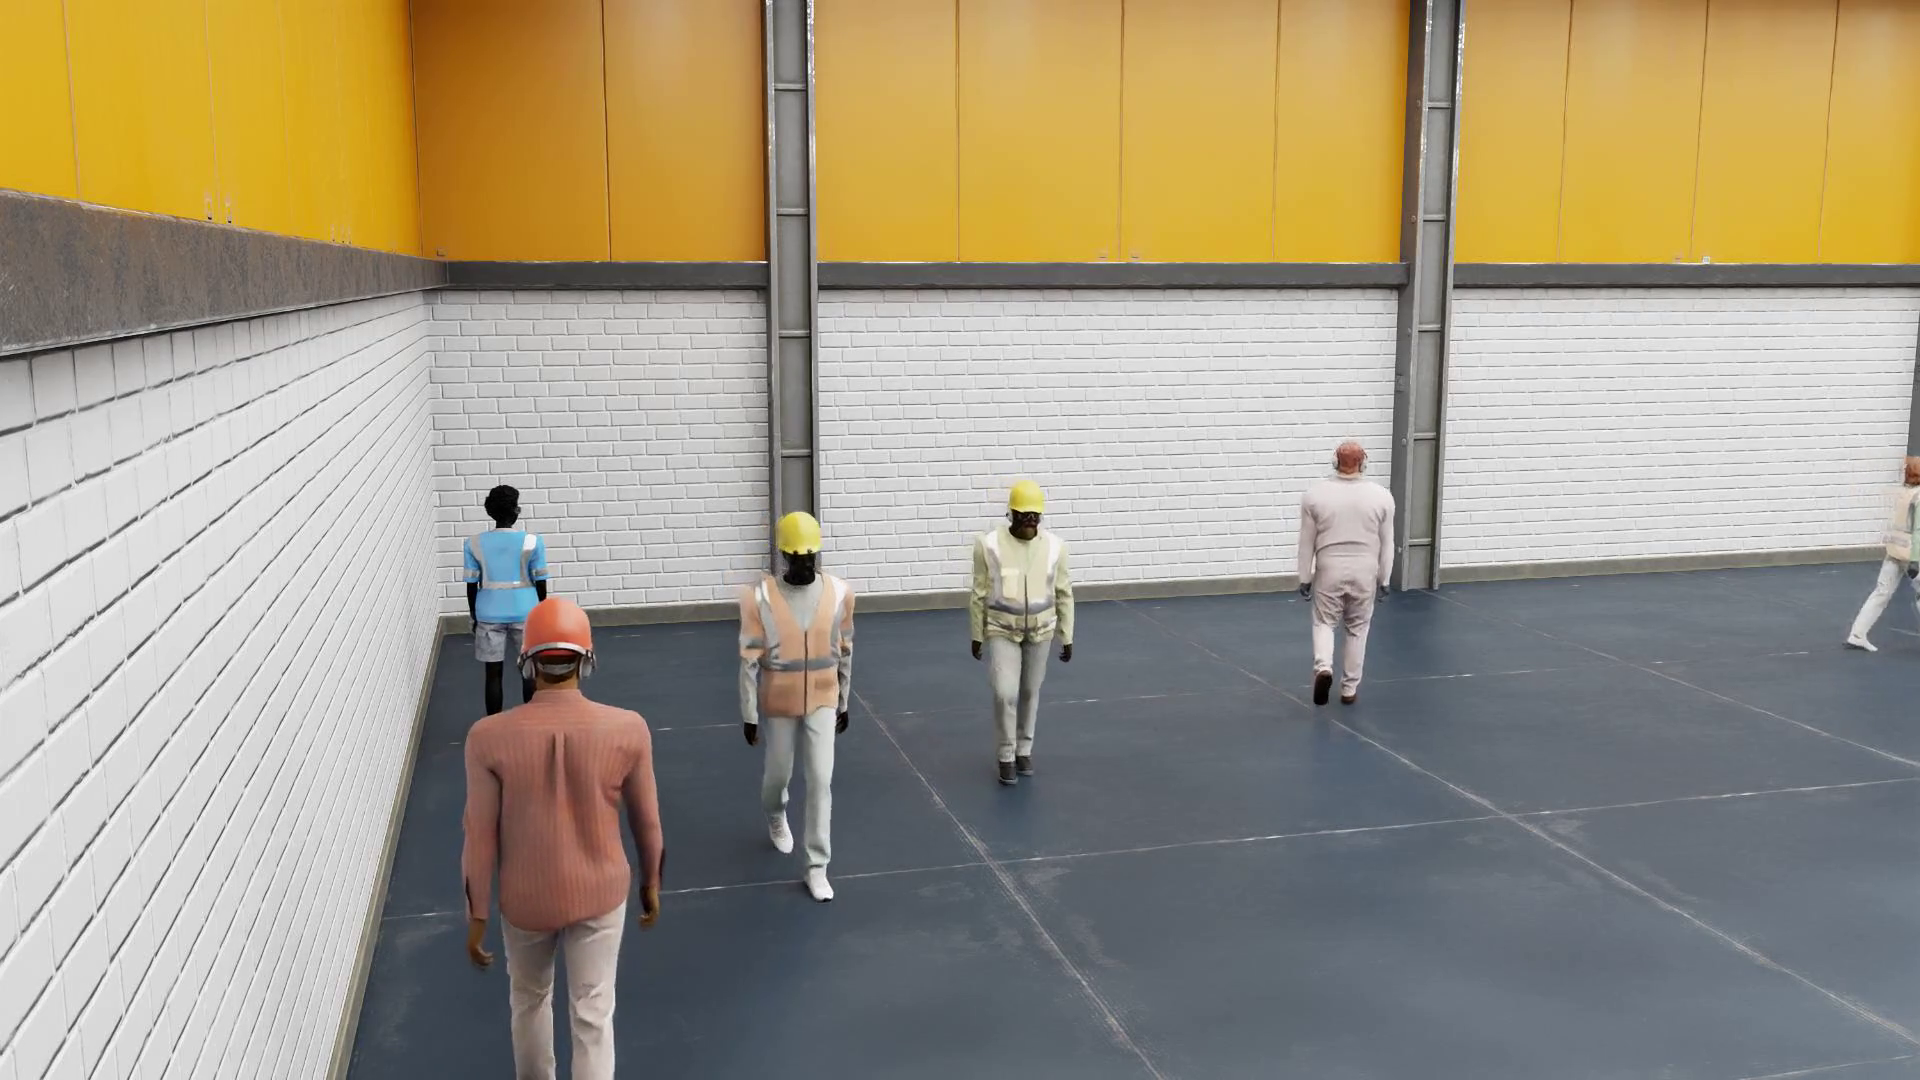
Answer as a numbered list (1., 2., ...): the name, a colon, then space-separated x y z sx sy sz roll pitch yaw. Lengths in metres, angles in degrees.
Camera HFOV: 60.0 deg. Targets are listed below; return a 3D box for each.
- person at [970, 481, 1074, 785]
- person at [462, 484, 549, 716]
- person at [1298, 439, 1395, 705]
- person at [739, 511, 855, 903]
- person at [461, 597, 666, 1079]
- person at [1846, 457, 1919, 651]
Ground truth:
1. person: 0.385 0.551 9.878 0.617 1.809 0.629 -2 9 -9
2. person: -2.884 0.492 10.611 0.536 1.699 0.322 -1 9 -7
3. person: 2.678 0.248 11.555 0.651 1.886 0.613 2 9 12
4. person: -0.822 0.768 8.316 0.587 1.893 0.893 -3 9 -16
5. person: -1.335 1.155 5.632 0.663 1.960 0.858 -3 9 -16
6. person: 7.542 0.126 13.213 0.868 1.596 0.530 1 9 5
